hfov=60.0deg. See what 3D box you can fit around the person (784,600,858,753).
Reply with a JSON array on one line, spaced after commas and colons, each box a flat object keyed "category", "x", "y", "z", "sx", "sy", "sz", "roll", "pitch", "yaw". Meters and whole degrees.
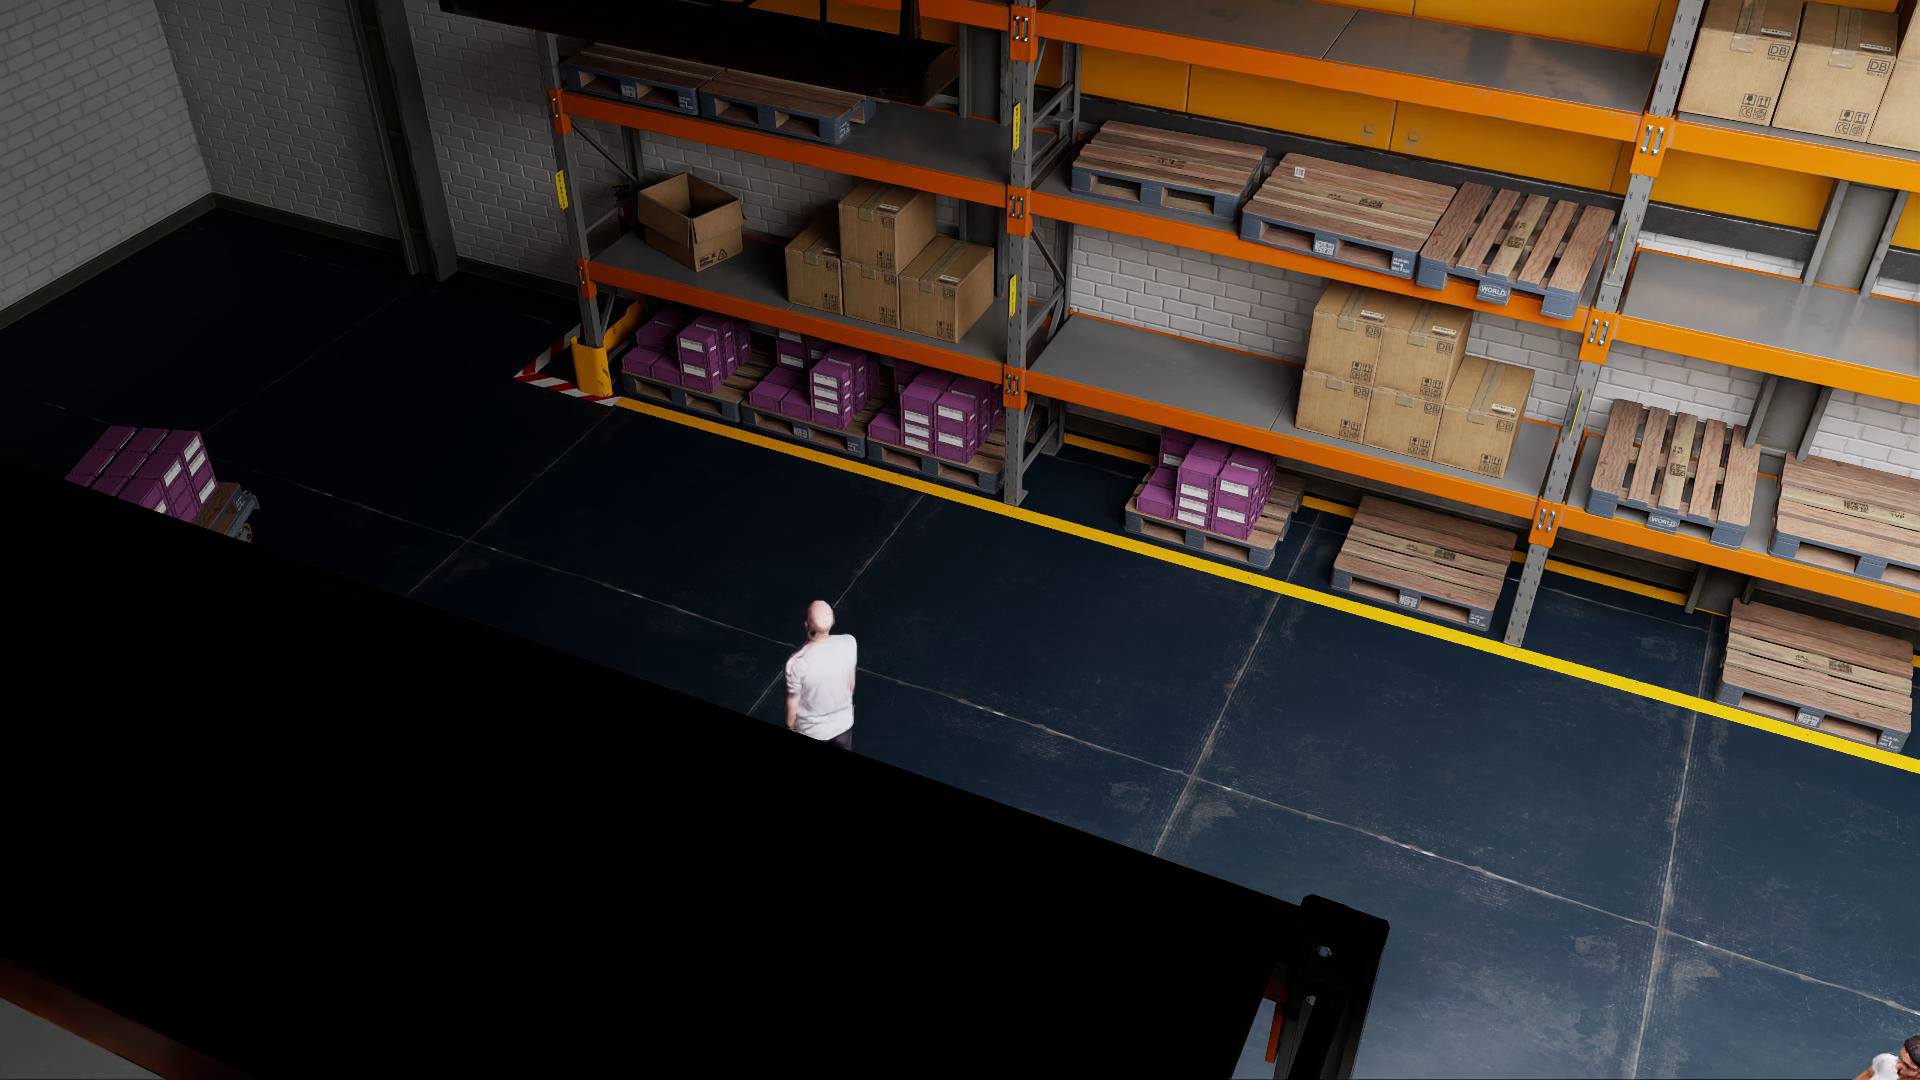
[{"category": "person", "x": -0.847, "y": 1.116, "z": 10.263, "sx": 0.736, "sy": 1.827, "sz": 0.753, "roll": 29, "pitch": 47, "yaw": 31}]
